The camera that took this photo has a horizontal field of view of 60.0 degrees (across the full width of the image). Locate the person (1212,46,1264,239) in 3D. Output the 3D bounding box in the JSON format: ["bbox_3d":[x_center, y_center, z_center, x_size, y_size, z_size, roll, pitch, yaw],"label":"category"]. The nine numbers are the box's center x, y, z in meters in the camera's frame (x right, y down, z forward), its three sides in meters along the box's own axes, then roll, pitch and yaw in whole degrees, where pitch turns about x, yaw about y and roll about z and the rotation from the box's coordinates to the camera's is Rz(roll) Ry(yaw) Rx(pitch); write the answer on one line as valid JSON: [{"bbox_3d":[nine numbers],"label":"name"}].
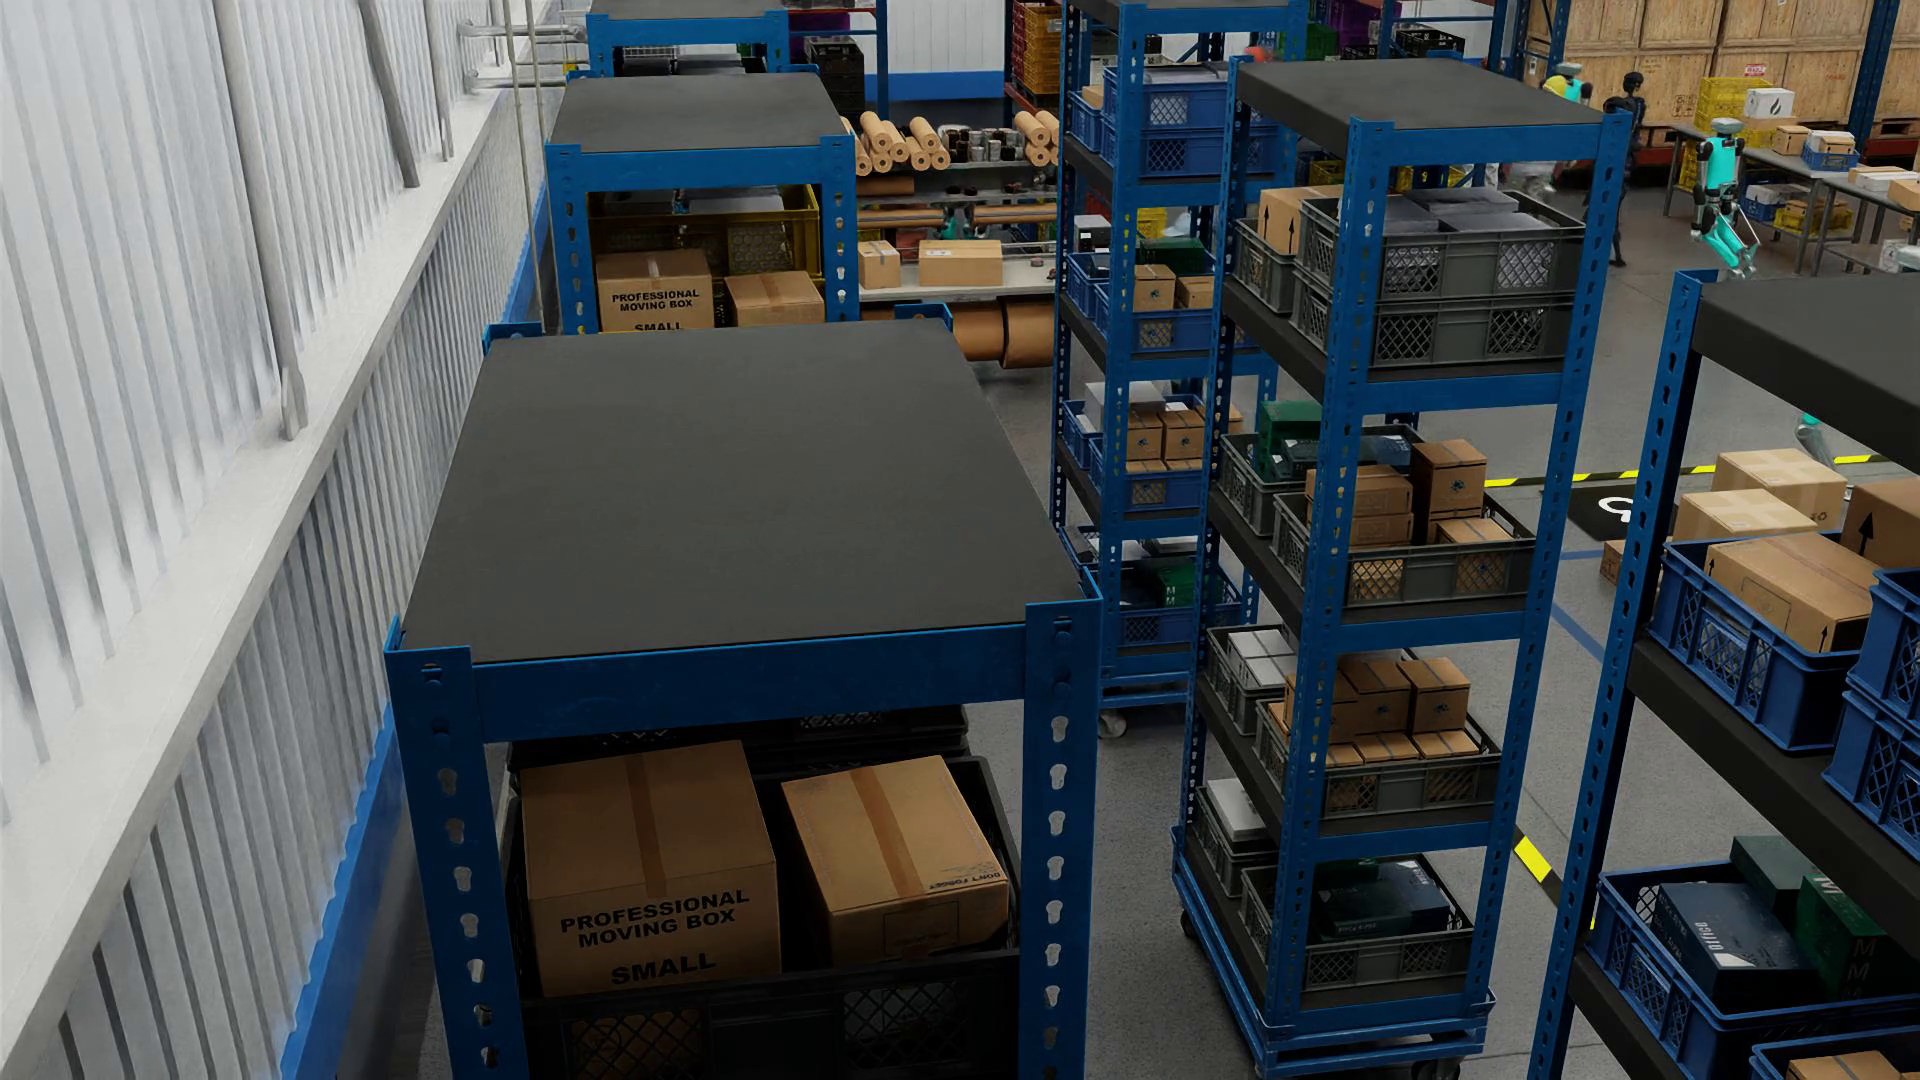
[{"bbox_3d":[2.890,-3.943,16.792,0.635,1.991,1.020,-9,26,-19],"label":"person"}]

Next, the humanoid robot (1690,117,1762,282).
[{"bbox_3d":[6.704,-2.772,14.445,0.532,1.685,0.746,-14,28,-27],"label":"humanoid robot"}]

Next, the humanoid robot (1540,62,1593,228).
[{"bbox_3d":[6.134,-4.000,17.248,0.532,1.762,0.840,13,28,27],"label":"humanoid robot"}]

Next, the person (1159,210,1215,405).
[{"bbox_3d":[1.508,-1.309,11.250,0.396,1.850,0.597,-5,25,-11],"label":"person"}]

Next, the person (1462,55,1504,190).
[{"bbox_3d":[5.378,-4.033,17.134,0.572,1.883,0.359,4,25,9],"label":"person"}]

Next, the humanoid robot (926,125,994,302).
[{"bbox_3d":[0.053,-2.777,14.597,0.530,1.801,0.804,11,27,22],"label":"humanoid robot"}]

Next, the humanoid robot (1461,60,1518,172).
[{"bbox_3d":[5.626,-4.299,17.845,0.531,1.746,0.749,6,25,13],"label":"humanoid robot"}]

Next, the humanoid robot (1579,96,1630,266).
[{"bbox_3d":[6.318,-3.448,16.105,0.428,1.636,0.589,22,33,39],"label":"humanoid robot"}]

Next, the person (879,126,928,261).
[{"bbox_3d":[-0.434,-2.334,13.344,0.368,1.965,0.601,9,26,19],"label":"person"}]

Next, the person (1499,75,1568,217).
[{"bbox_3d":[5.712,-3.736,16.604,0.628,1.786,0.721,6,25,13],"label":"person"}]

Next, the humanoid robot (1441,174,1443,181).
[{"bbox_3d":[5.220,-4.536,18.238,0.533,1.679,0.735,12,27,24],"label":"humanoid robot"}]

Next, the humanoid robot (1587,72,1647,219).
[{"bbox_3d":[6.885,-4.081,17.482,0.599,1.654,0.412,-14,28,-28],"label":"humanoid robot"}]

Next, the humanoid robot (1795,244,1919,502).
[{"bbox_3d":[5.774,-1.100,10.778,0.735,1.672,0.533,14,28,28],"label":"humanoid robot"}]
